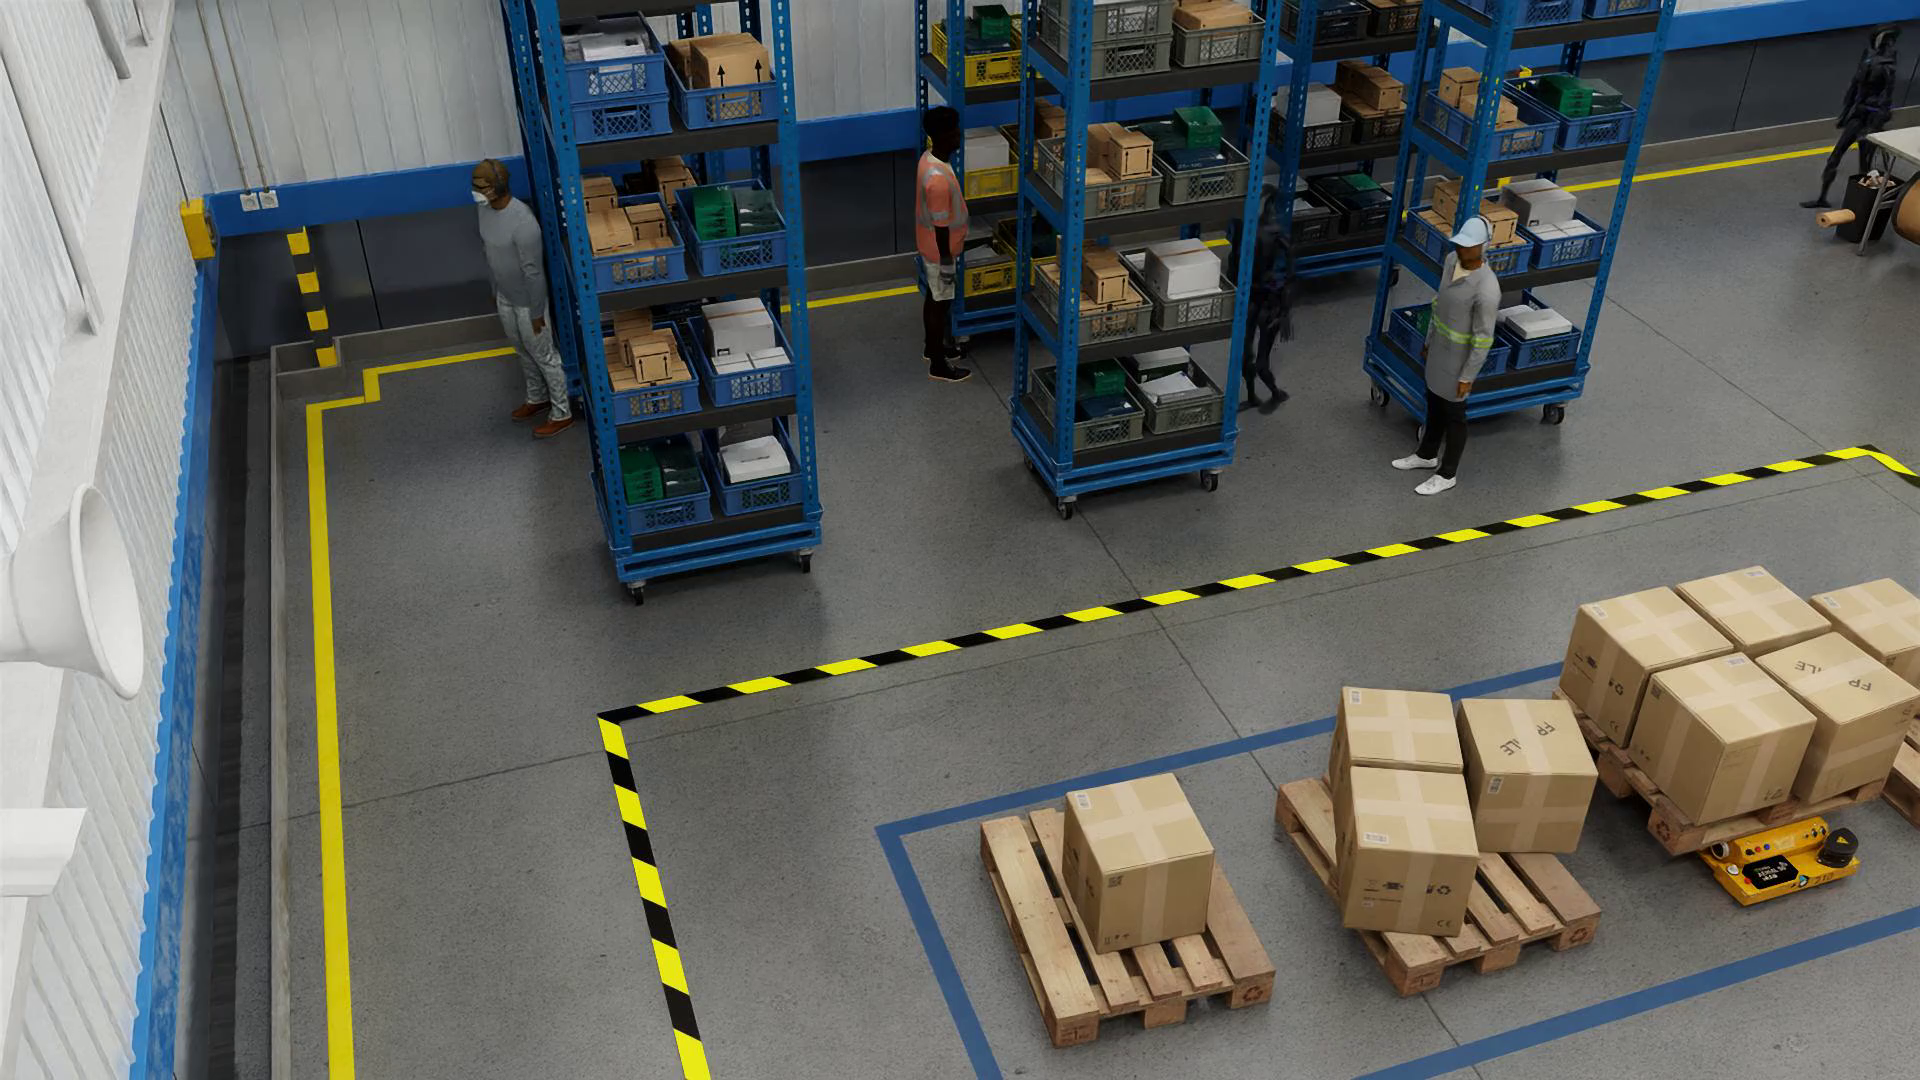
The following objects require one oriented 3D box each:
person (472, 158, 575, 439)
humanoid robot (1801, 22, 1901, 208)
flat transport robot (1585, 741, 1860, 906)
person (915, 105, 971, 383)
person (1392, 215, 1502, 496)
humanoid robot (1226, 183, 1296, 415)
[{"bbox_3d":[-2.872,-1.584,10.867,0.377,1.931,0.627,-26,43,-32],"label":"person"},{"bbox_3d":[7.620,-3.505,13.851,0.744,1.637,0.608,-2,35,-2],"label":"humanoid robot"},{"bbox_3d":[3.738,1.188,8.347,0.652,0.197,1.431,-11,37,-15],"label":"flat transport robot"},{"bbox_3d":[-0.120,-2.036,11.470,0.363,1.965,0.610,-4,35,-6],"label":"person"},{"bbox_3d":[3.036,-1.145,10.305,0.363,1.852,0.594,-8,36,-11],"label":"person"},{"bbox_3d":[2.040,-1.604,11.124,0.366,1.642,0.603,-24,42,-30],"label":"humanoid robot"}]
